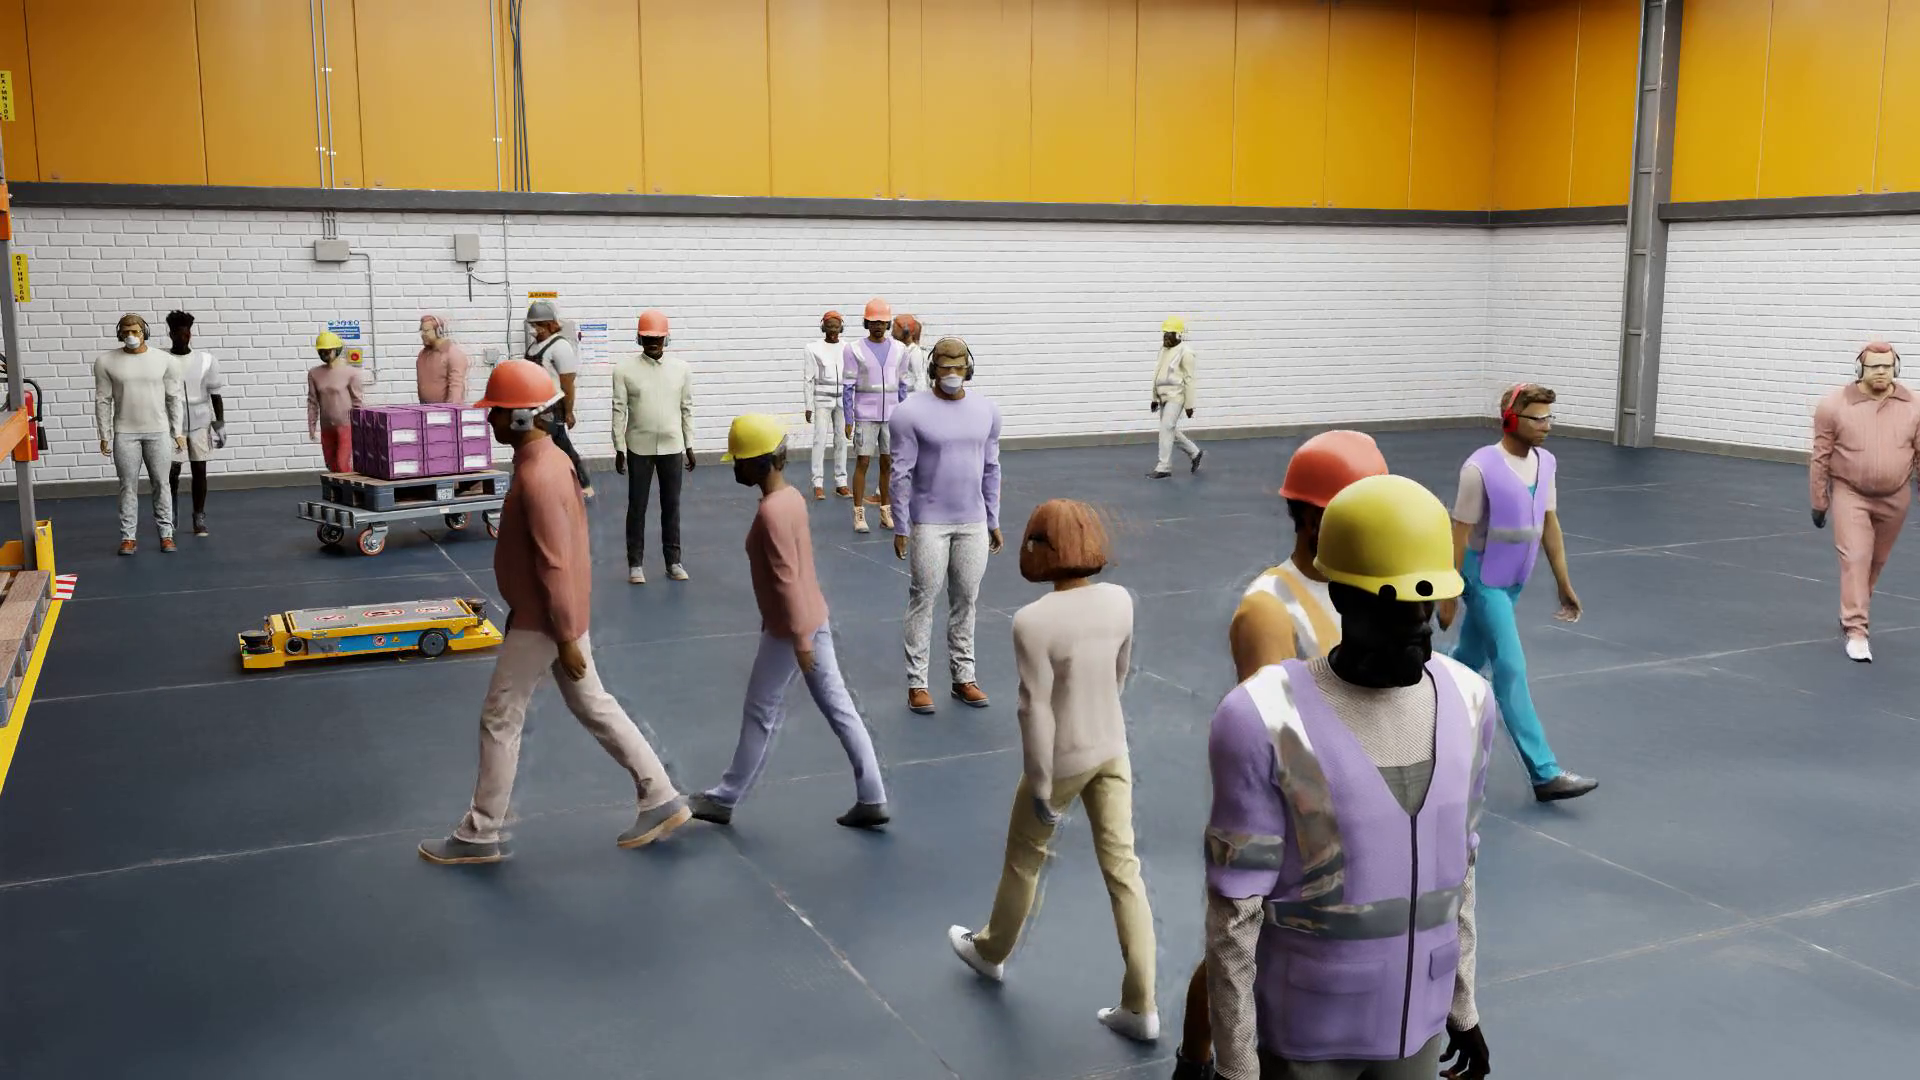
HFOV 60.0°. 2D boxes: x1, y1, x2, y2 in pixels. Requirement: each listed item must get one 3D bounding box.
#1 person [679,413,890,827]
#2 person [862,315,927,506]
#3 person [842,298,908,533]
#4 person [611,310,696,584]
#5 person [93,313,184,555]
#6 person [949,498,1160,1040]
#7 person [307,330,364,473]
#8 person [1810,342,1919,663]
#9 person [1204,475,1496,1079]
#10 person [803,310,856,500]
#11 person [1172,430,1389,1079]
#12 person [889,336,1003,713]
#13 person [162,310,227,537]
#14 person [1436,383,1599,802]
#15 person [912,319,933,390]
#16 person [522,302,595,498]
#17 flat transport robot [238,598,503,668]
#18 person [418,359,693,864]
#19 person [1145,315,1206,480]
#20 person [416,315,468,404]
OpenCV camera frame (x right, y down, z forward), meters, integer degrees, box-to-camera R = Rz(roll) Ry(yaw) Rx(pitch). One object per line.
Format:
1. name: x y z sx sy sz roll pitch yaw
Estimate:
1. person: -0.709 0.348 6.648 0.918 1.702 0.561 1 9 8
2. person: -0.602 -1.241 16.088 0.915 1.847 0.594 -2 9 -10
3. person: -0.713 -1.077 14.464 0.614 2.039 0.389 -4 10 -25
4. person: -2.223 -0.678 12.138 0.622 1.990 0.394 -4 10 -25
5. person: -6.583 -0.850 13.372 0.635 1.937 0.352 -4 10 -25
6. person: 0.315 0.664 5.050 0.499 1.586 0.867 -7 11 -36
7. person: -5.684 -1.064 15.310 0.535 1.742 0.719 2 9 12
8. person: 5.465 -0.258 9.972 0.655 1.860 0.991 2 9 12
9. person: 0.708 0.836 2.947 0.594 1.924 0.382 -4 10 -25
10. person: -1.280 -1.345 16.617 0.584 1.881 0.337 -4 10 -25
11. person: 0.904 0.677 4.059 0.997 1.878 0.574 8 12 42
12. person: -0.065 -0.080 8.599 0.635 1.936 0.351 -4 10 -25
13. person: -6.612 -0.986 14.196 0.627 1.946 0.456 -6 11 -34
14. person: 2.395 0.214 7.246 0.567 1.784 0.968 -9 13 -43
15. person: -0.335 -1.359 16.971 0.877 1.808 0.495 -1 9 -5
16. person: -3.996 -1.339 16.093 1.036 2.000 0.697 -7 11 -36
17. flat transport robot: -3.517 0.539 9.916 1.431 0.197 0.652 -4 10 -25
18. person: -1.544 0.277 6.382 1.024 1.952 0.607 -1 9 -5
19. person: 2.382 -1.562 18.202 0.775 1.805 0.589 -4 10 -21
20. person: -4.895 -1.144 15.440 0.654 1.853 0.997 6 11 32
